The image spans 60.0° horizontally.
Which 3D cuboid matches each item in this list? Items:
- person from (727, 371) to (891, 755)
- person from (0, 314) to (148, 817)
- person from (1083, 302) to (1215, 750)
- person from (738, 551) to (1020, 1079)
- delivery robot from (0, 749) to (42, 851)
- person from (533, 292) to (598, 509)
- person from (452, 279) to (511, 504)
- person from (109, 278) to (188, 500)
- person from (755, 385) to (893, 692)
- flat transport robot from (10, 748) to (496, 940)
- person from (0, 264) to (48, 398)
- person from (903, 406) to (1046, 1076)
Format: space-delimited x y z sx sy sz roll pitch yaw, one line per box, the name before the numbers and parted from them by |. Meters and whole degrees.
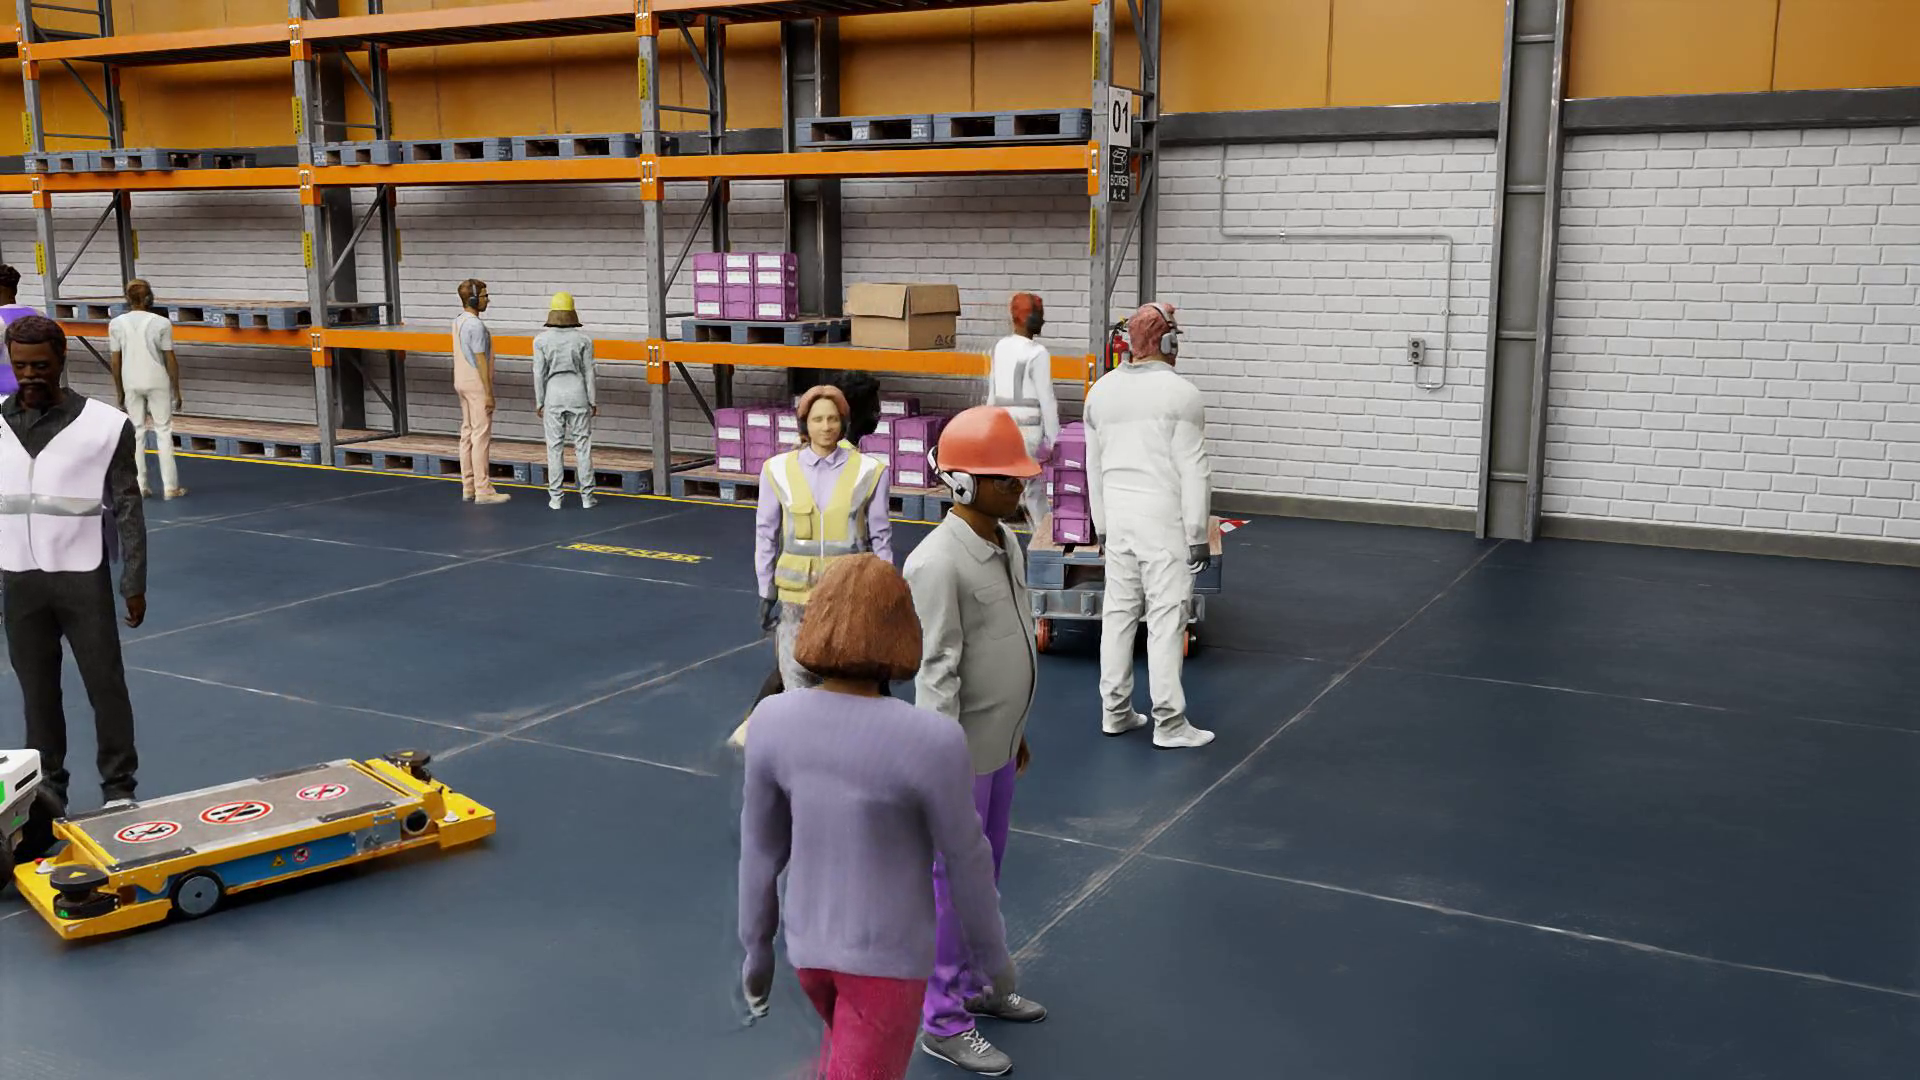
person | -0.562 0.137 6.895 0.908 1.667 0.536 -3 11 -13
person | -3.283 0.135 6.088 0.602 1.913 0.405 -1 10 -8
person | 0.837 -0.060 7.160 0.407 1.913 0.639 -9 14 -41
person | -0.179 0.812 3.274 0.502 1.586 0.872 7 13 35
delivery robot | -3.520 0.854 5.611 0.707 0.478 0.477 -1 10 -7
person | -3.184 -1.122 13.444 0.492 1.741 0.318 -2 11 -12
person | -3.966 -1.216 13.676 0.345 1.846 0.507 -8 13 -38
person | -6.755 -1.245 13.836 0.515 1.843 0.326 -1 10 -8
person | -0.515 0.228 6.323 0.523 1.639 0.306 0 10 0
flat transport robot | -2.424 1.013 5.772 1.431 0.197 0.652 -9 14 -41
person | -7.617 -1.233 13.433 0.362 1.963 0.614 5 11 24
person | 0.057 0.516 4.433 0.329 1.752 0.563 4 11 20
